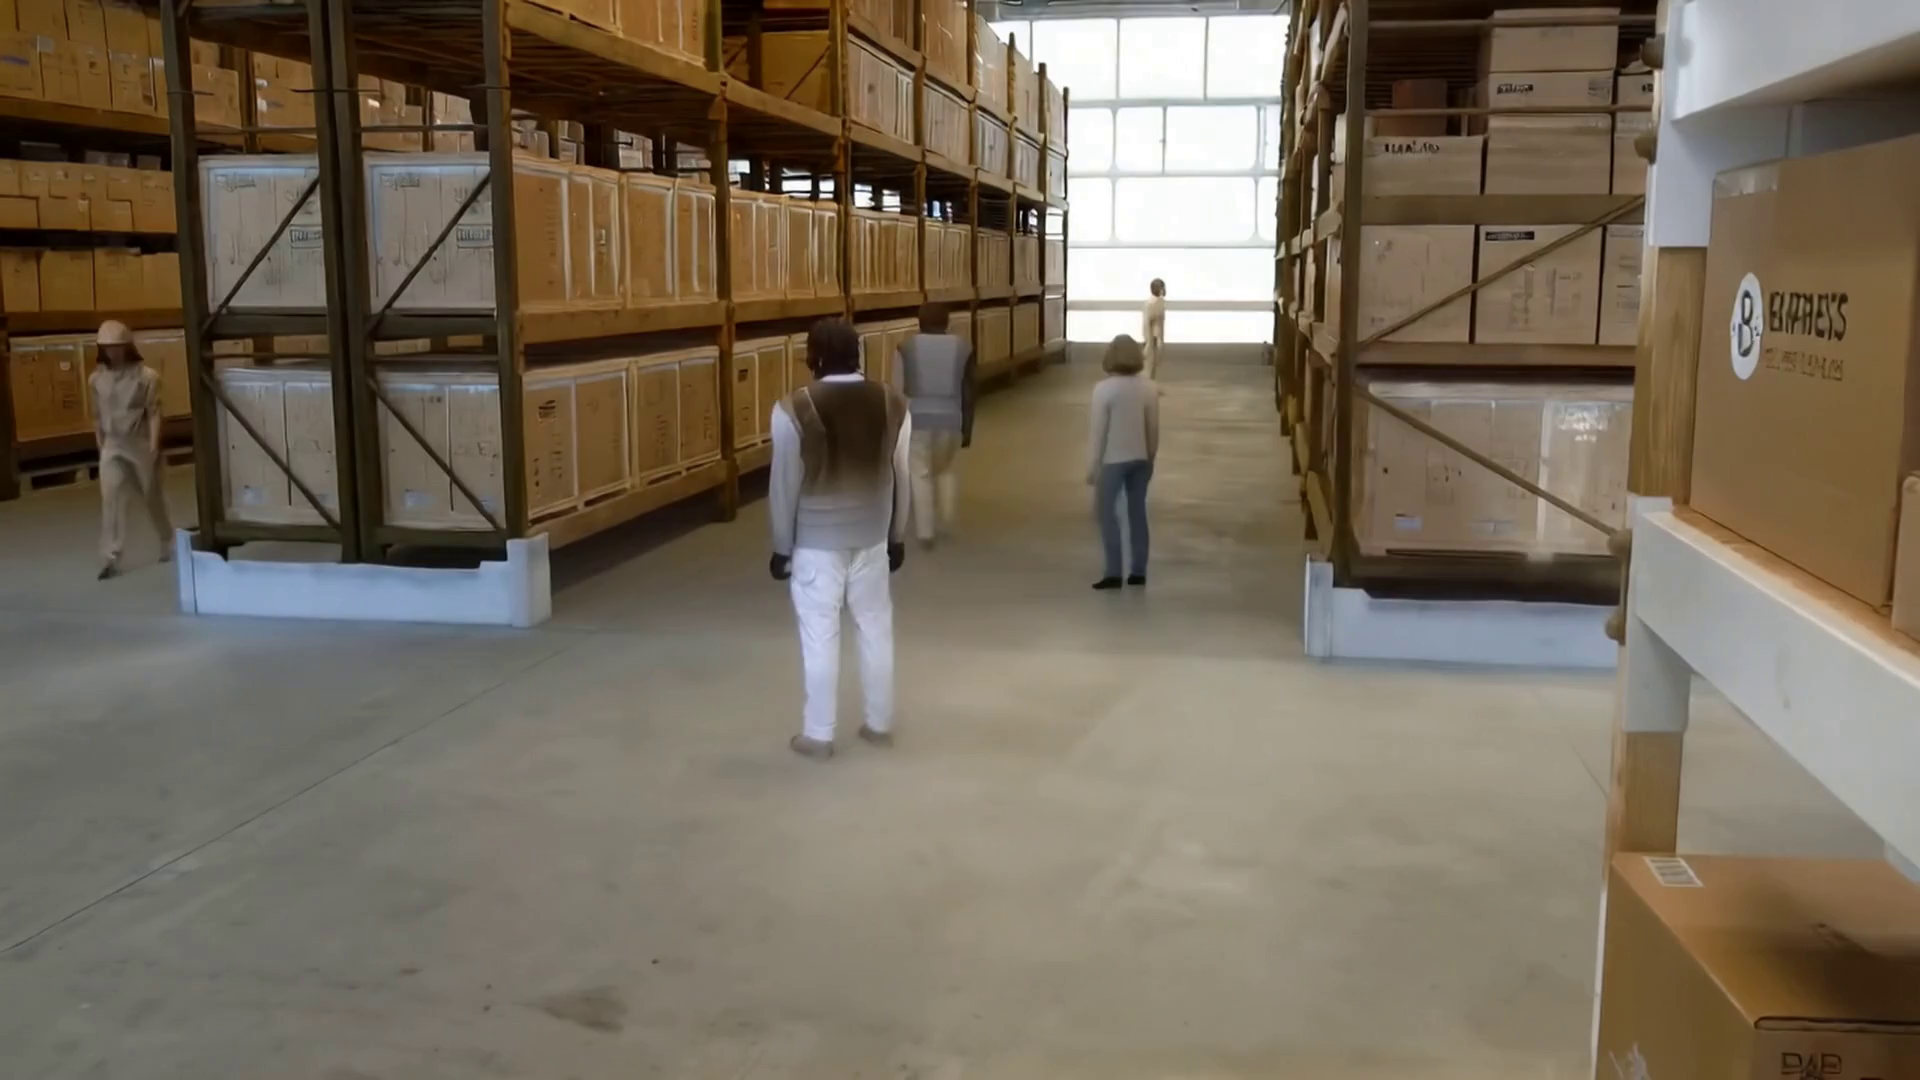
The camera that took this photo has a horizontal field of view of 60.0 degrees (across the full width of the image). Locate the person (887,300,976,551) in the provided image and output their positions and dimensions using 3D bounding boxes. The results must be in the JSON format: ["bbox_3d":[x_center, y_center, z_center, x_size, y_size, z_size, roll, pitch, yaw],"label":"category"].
[{"bbox_3d":[-0.229,-0.844,12.231,0.642,1.817,0.626,-2,9,-12],"label":"person"}]

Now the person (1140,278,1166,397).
[{"bbox_3d":[3.134,-3.260,26.870,0.369,1.930,0.627,5,11,31],"label":"person"}]

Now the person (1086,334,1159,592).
[{"bbox_3d":[1.036,-0.484,10.564,0.509,1.637,0.278,-5,11,-30],"label":"person"}]

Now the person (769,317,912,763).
[{"bbox_3d":[-0.509,-0.002,6.918,0.634,1.839,0.429,-5,11,-29],"label":"person"}]

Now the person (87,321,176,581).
[{"bbox_3d":[-5.588,-0.627,11.222,0.490,1.702,0.884,-1,9,-8],"label":"person"}]
